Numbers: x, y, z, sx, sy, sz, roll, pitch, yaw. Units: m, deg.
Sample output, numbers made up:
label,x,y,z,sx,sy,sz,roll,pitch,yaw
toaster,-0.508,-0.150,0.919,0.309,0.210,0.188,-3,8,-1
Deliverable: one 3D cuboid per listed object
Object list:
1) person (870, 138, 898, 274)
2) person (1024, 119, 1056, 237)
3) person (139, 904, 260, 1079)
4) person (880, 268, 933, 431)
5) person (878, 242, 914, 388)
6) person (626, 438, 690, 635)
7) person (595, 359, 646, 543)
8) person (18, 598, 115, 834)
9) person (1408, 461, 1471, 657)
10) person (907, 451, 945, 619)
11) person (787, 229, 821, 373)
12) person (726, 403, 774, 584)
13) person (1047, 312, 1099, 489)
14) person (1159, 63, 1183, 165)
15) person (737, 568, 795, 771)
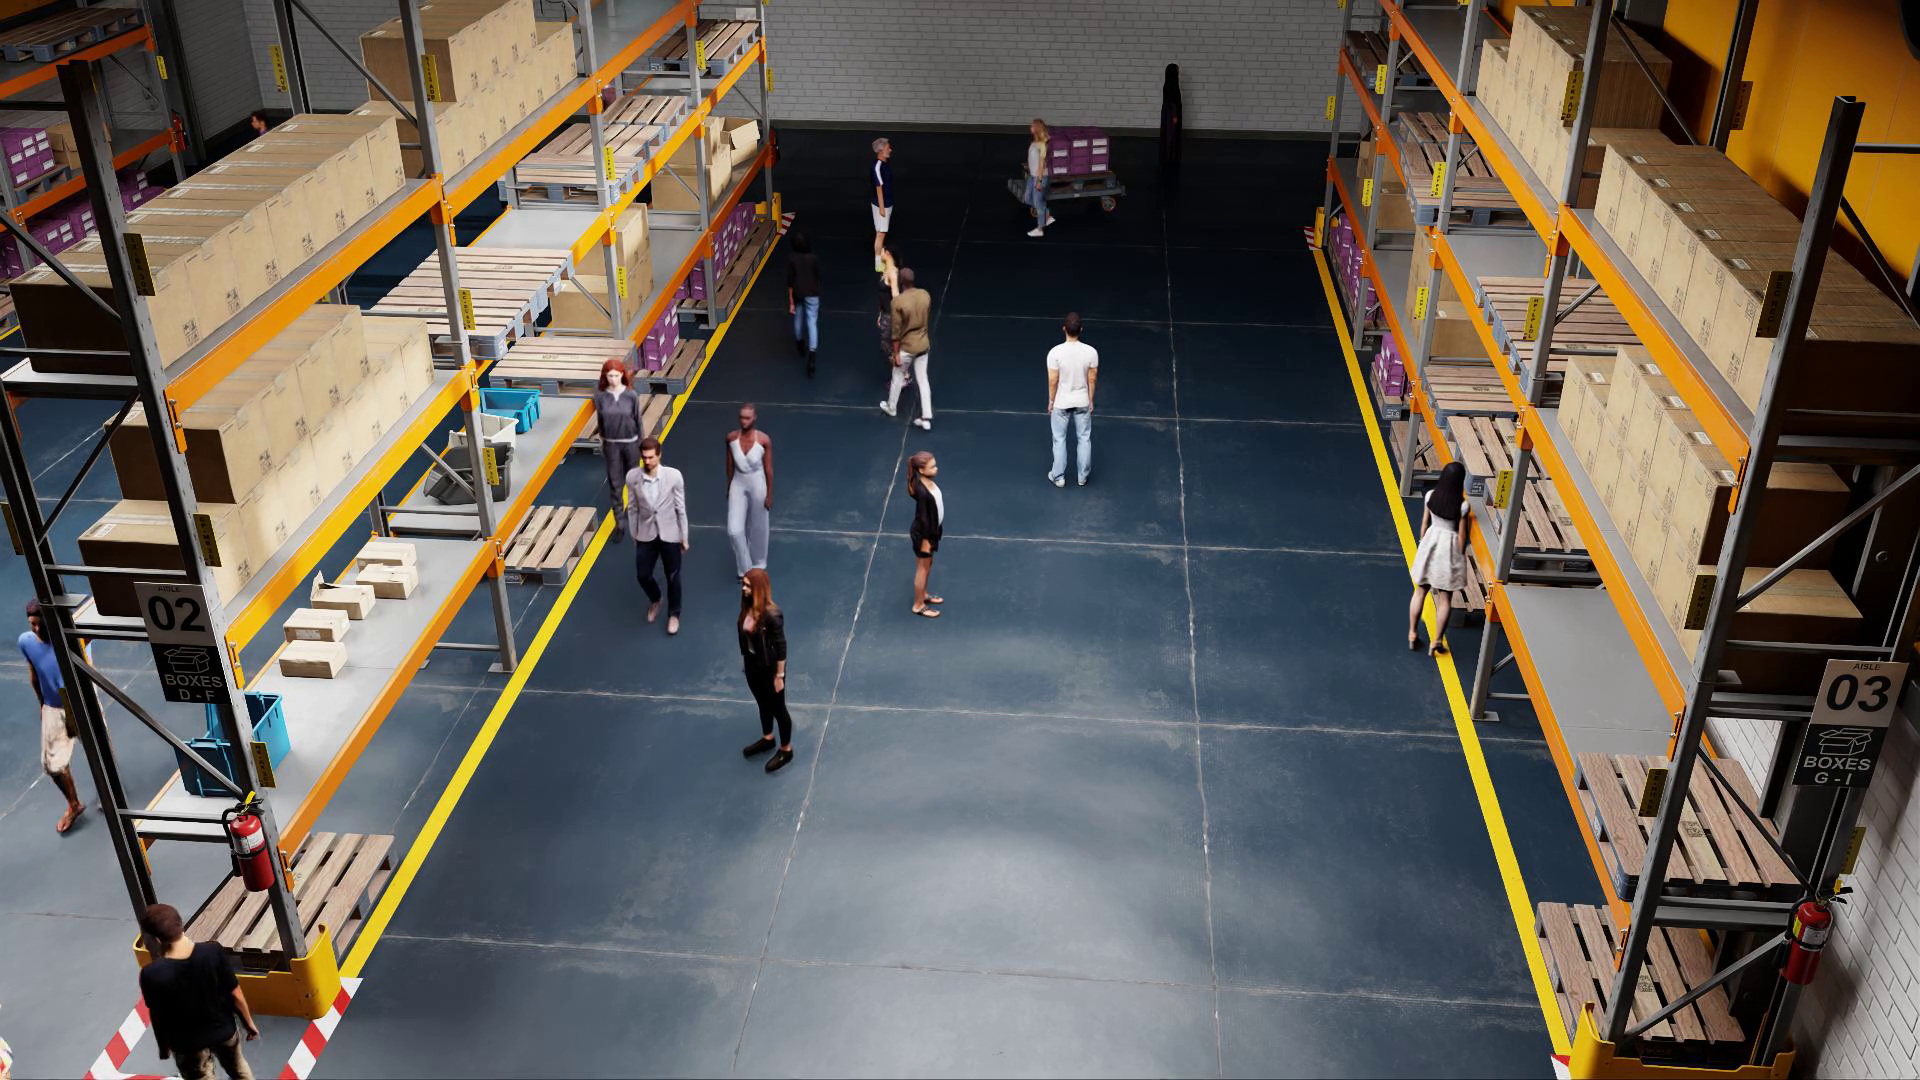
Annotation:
label,x,y,z,sx,sy,sz,roll,pitch,yaw
person,-1.065,-4.601,22.744,0.683,1.838,0.472,2,29,4
person,1.228,-5.220,24.011,0.811,1.712,0.747,-8,30,-15
person,-4.154,2.807,9.180,1.110,1.821,1.107,-23,36,-36
person,-0.469,-2.050,18.116,1.086,1.792,1.179,-17,33,-28
person,-0.753,-2.546,19.130,0.799,1.691,0.623,-11,31,-20
person,-2.595,-0.084,14.461,0.706,1.840,0.685,-1,29,-1
person,-3.260,-0.936,16.116,0.701,1.752,1.017,-2,29,-4
person,-6.475,1.158,12.179,0.731,1.846,0.847,-3,29,-5
person,4.071,0.151,14.105,0.782,1.769,0.812,21,35,33
person,-0.308,-0.079,14.749,0.608,1.555,0.491,5,29,8
person,-1.805,-2.792,19.611,0.680,1.662,1.209,-2,29,-4
person,-1.895,-0.469,15.243,0.614,1.768,0.684,3,29,6
person,1.130,-1.418,16.879,0.720,1.866,0.643,-3,29,-6
person,3.487,-7.059,27.484,0.697,1.615,0.579,-3,29,-5
person,-1.472,0.957,12.688,0.741,1.710,0.690,-24,37,-36
